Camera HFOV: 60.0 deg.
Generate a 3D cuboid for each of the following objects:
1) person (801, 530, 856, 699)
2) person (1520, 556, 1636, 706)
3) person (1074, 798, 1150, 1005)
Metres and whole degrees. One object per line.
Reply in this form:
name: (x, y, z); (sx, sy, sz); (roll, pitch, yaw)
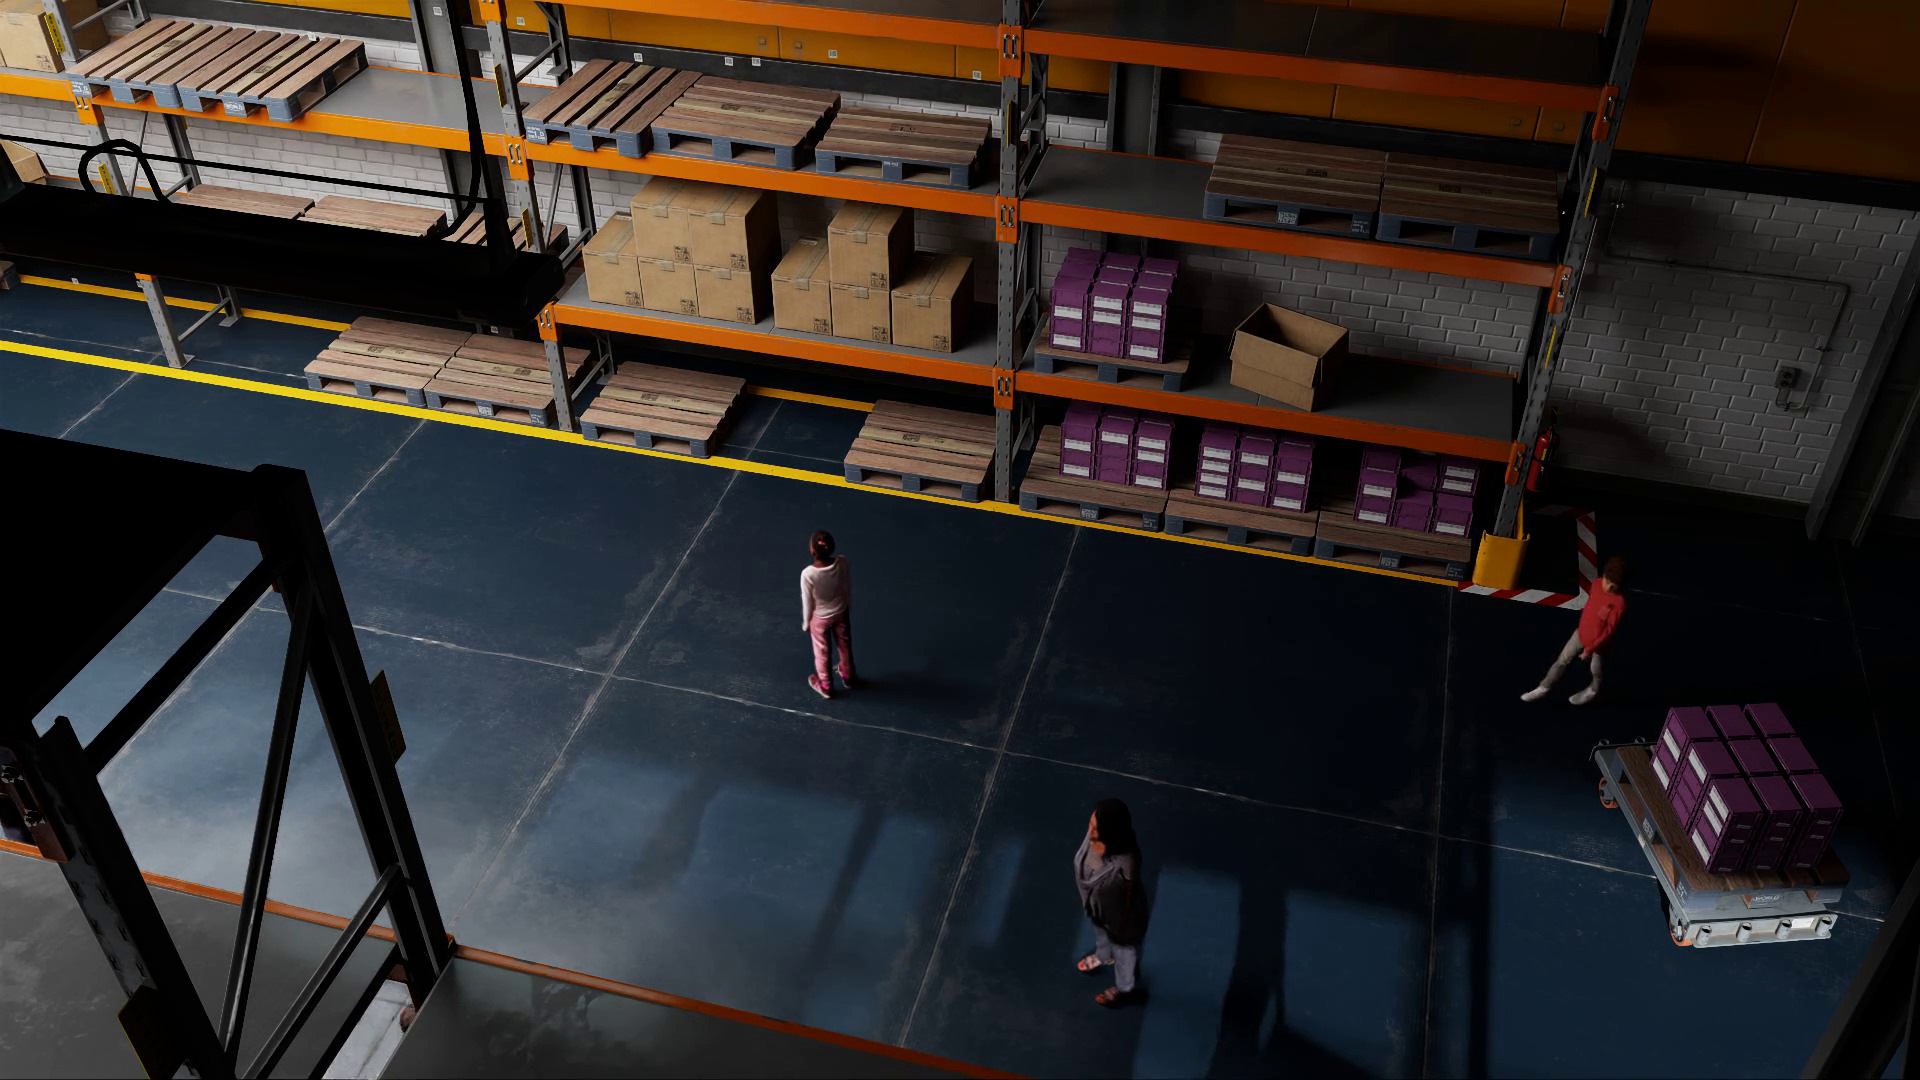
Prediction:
person: (-0.933, 0.502, 11.811); (0.617, 1.449, 0.672); (-21, 43, -24)
person: (4.517, 0.666, 11.651); (0.911, 1.392, 0.809); (-14, 41, -16)
person: (0.911, 2.073, 9.721); (0.840, 1.603, 0.782); (-18, 42, -21)
